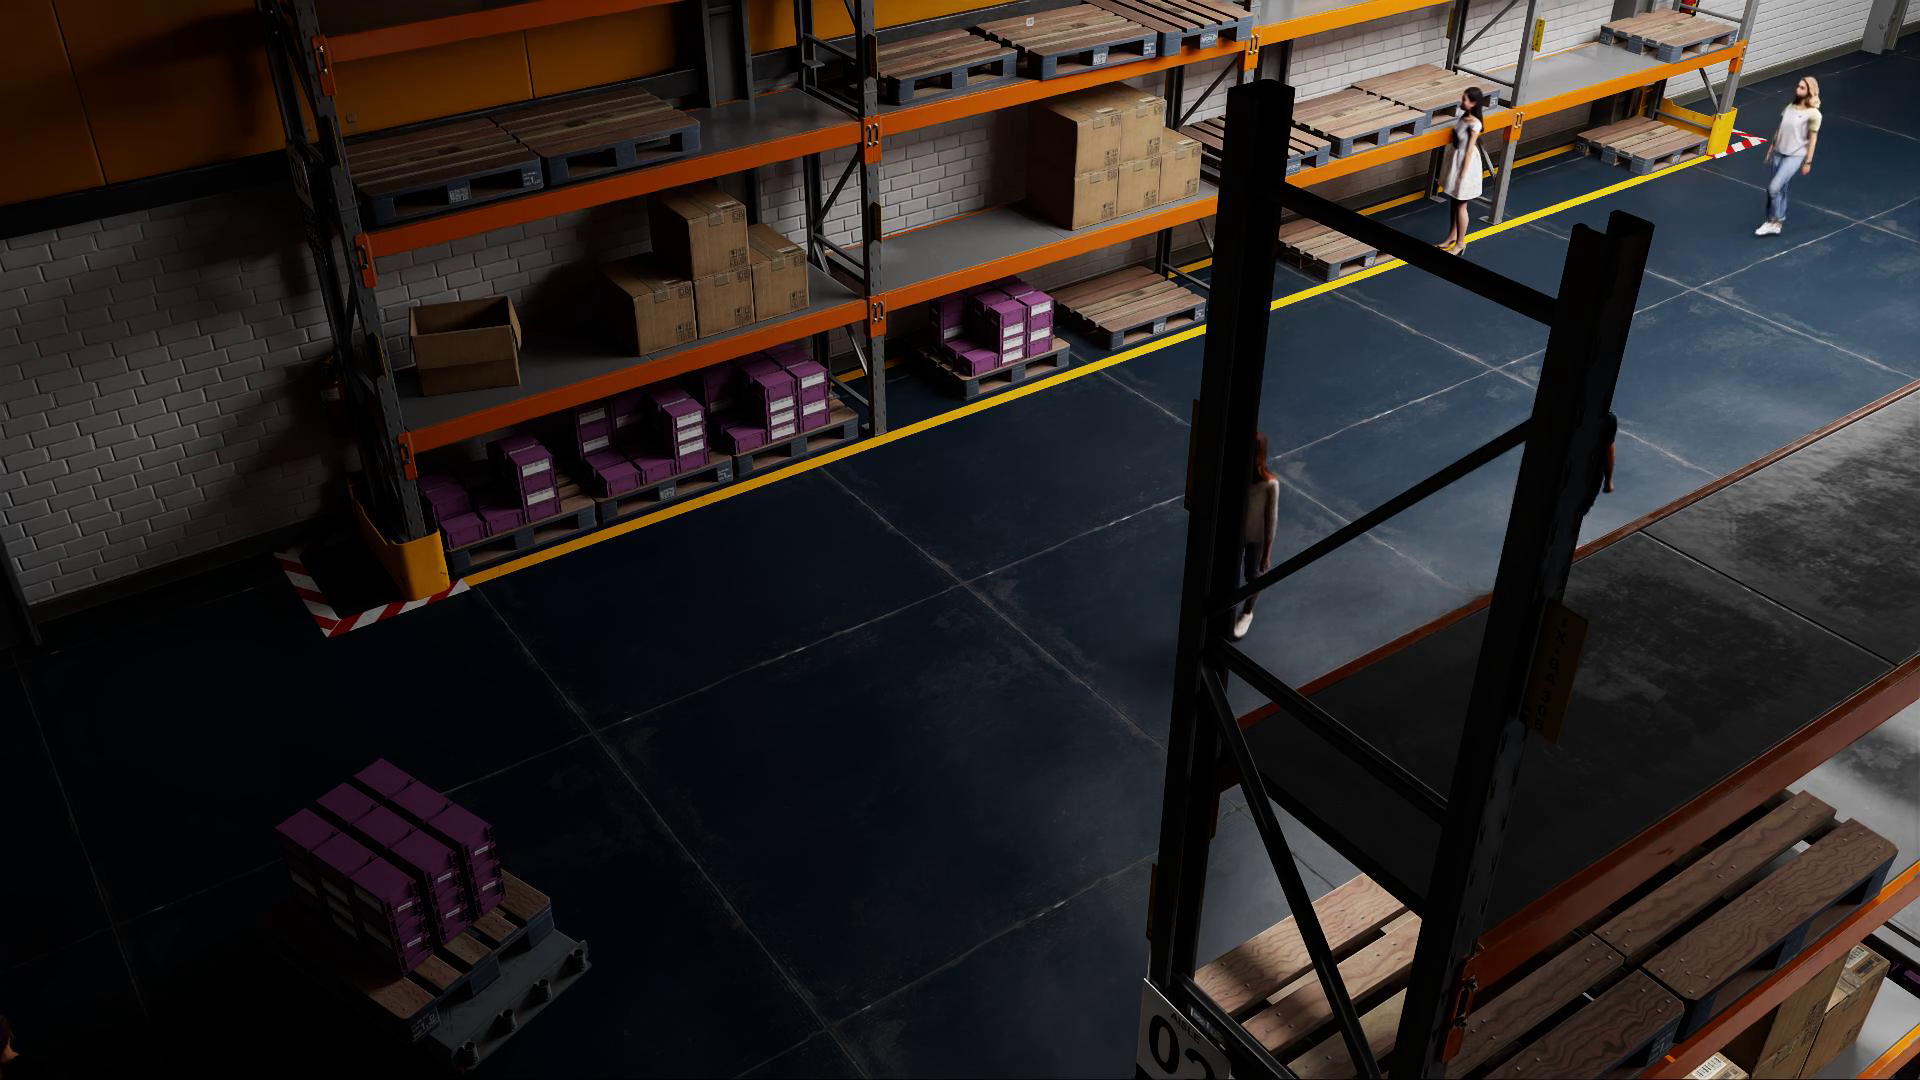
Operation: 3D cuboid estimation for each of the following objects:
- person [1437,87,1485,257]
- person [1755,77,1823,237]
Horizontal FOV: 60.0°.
[{"bbox_3d":[5.137,-3.763,17.027,0.817,1.769,0.782,0,34,0],"label":"person"},{"bbox_3d":[8.767,-4.013,17.457,0.740,1.710,0.717,-11,35,-17],"label":"person"}]
